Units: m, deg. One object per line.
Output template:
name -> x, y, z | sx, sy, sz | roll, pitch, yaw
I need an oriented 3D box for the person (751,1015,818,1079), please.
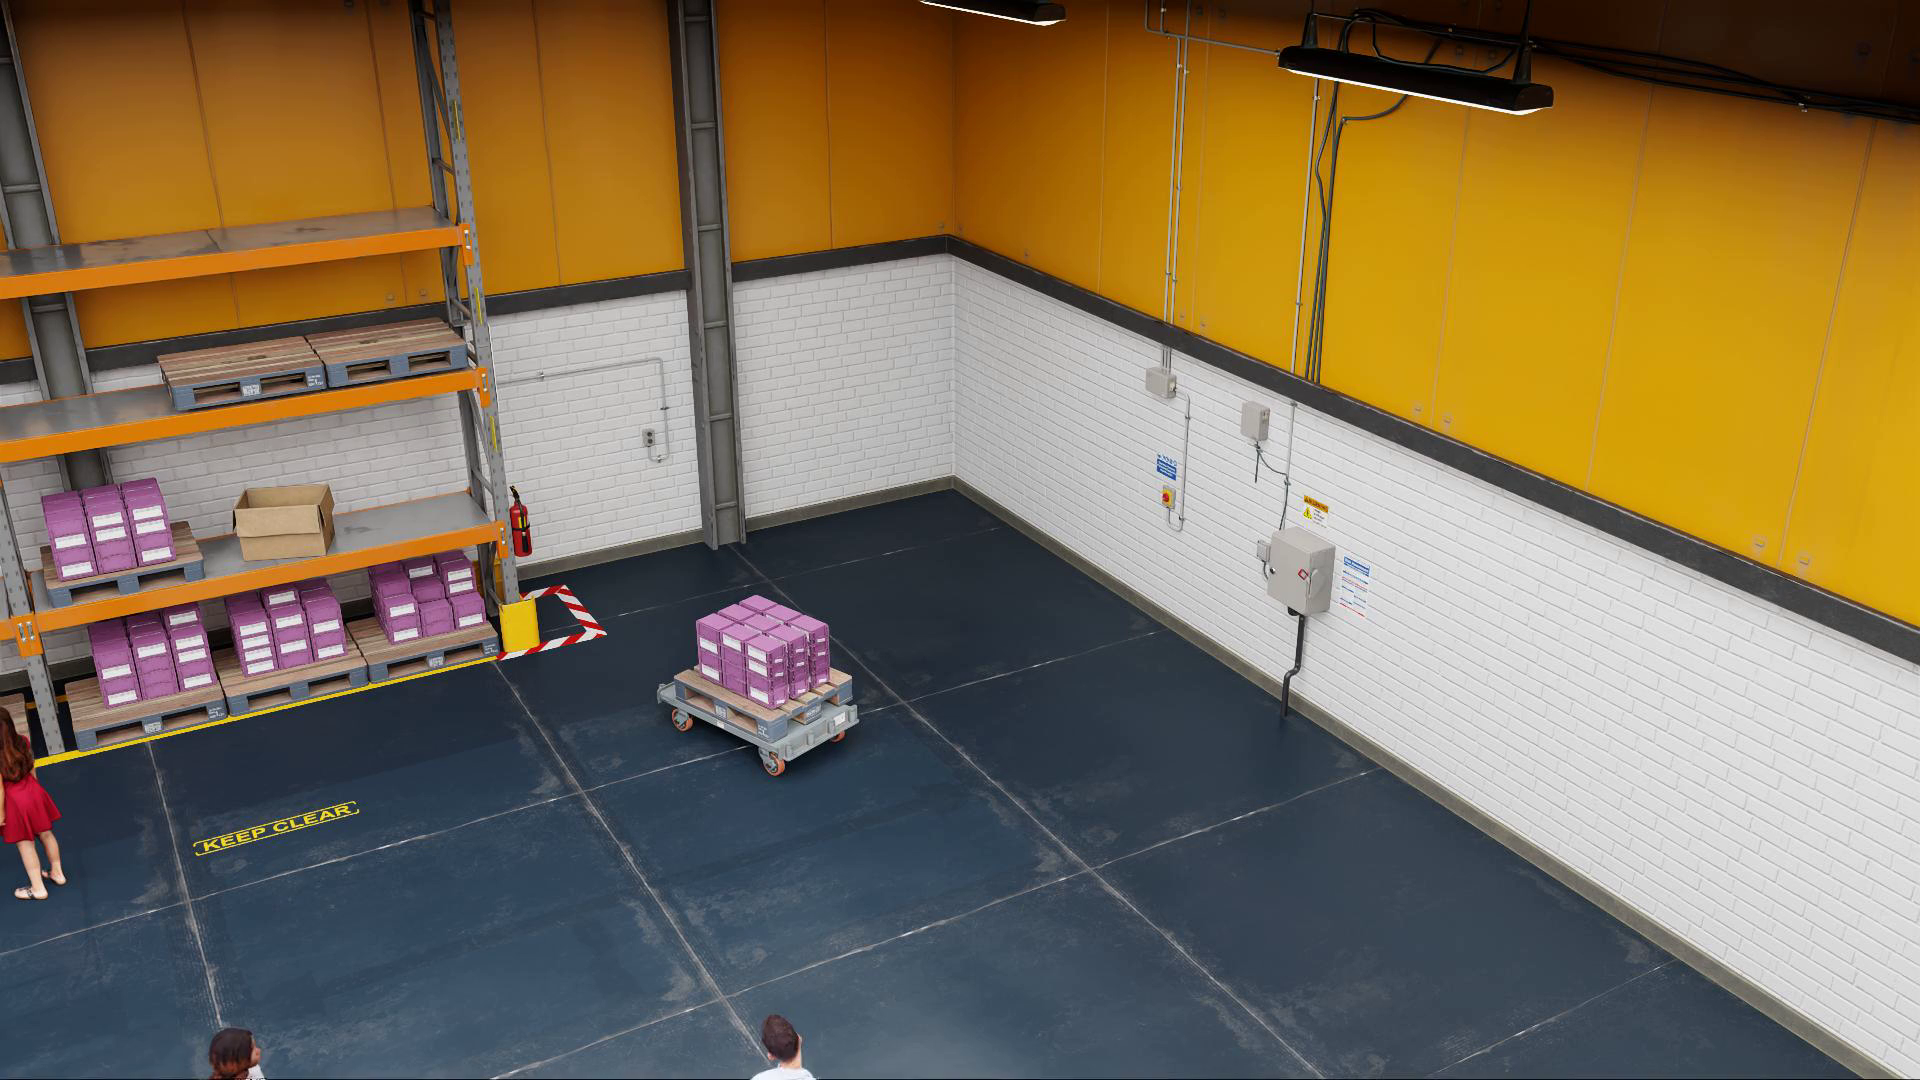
person -> -0.823, 3.252, 8.656 | 0.780, 1.838, 0.794 | 19, 30, 37

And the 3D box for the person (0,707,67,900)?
person -> -6.841, 1.897, 12.113 | 0.742, 1.552, 0.682 | 8, 25, 17

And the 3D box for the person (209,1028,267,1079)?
person -> -3.795, 3.291, 8.742 | 1.072, 1.697, 0.791 | -5, 24, -10
